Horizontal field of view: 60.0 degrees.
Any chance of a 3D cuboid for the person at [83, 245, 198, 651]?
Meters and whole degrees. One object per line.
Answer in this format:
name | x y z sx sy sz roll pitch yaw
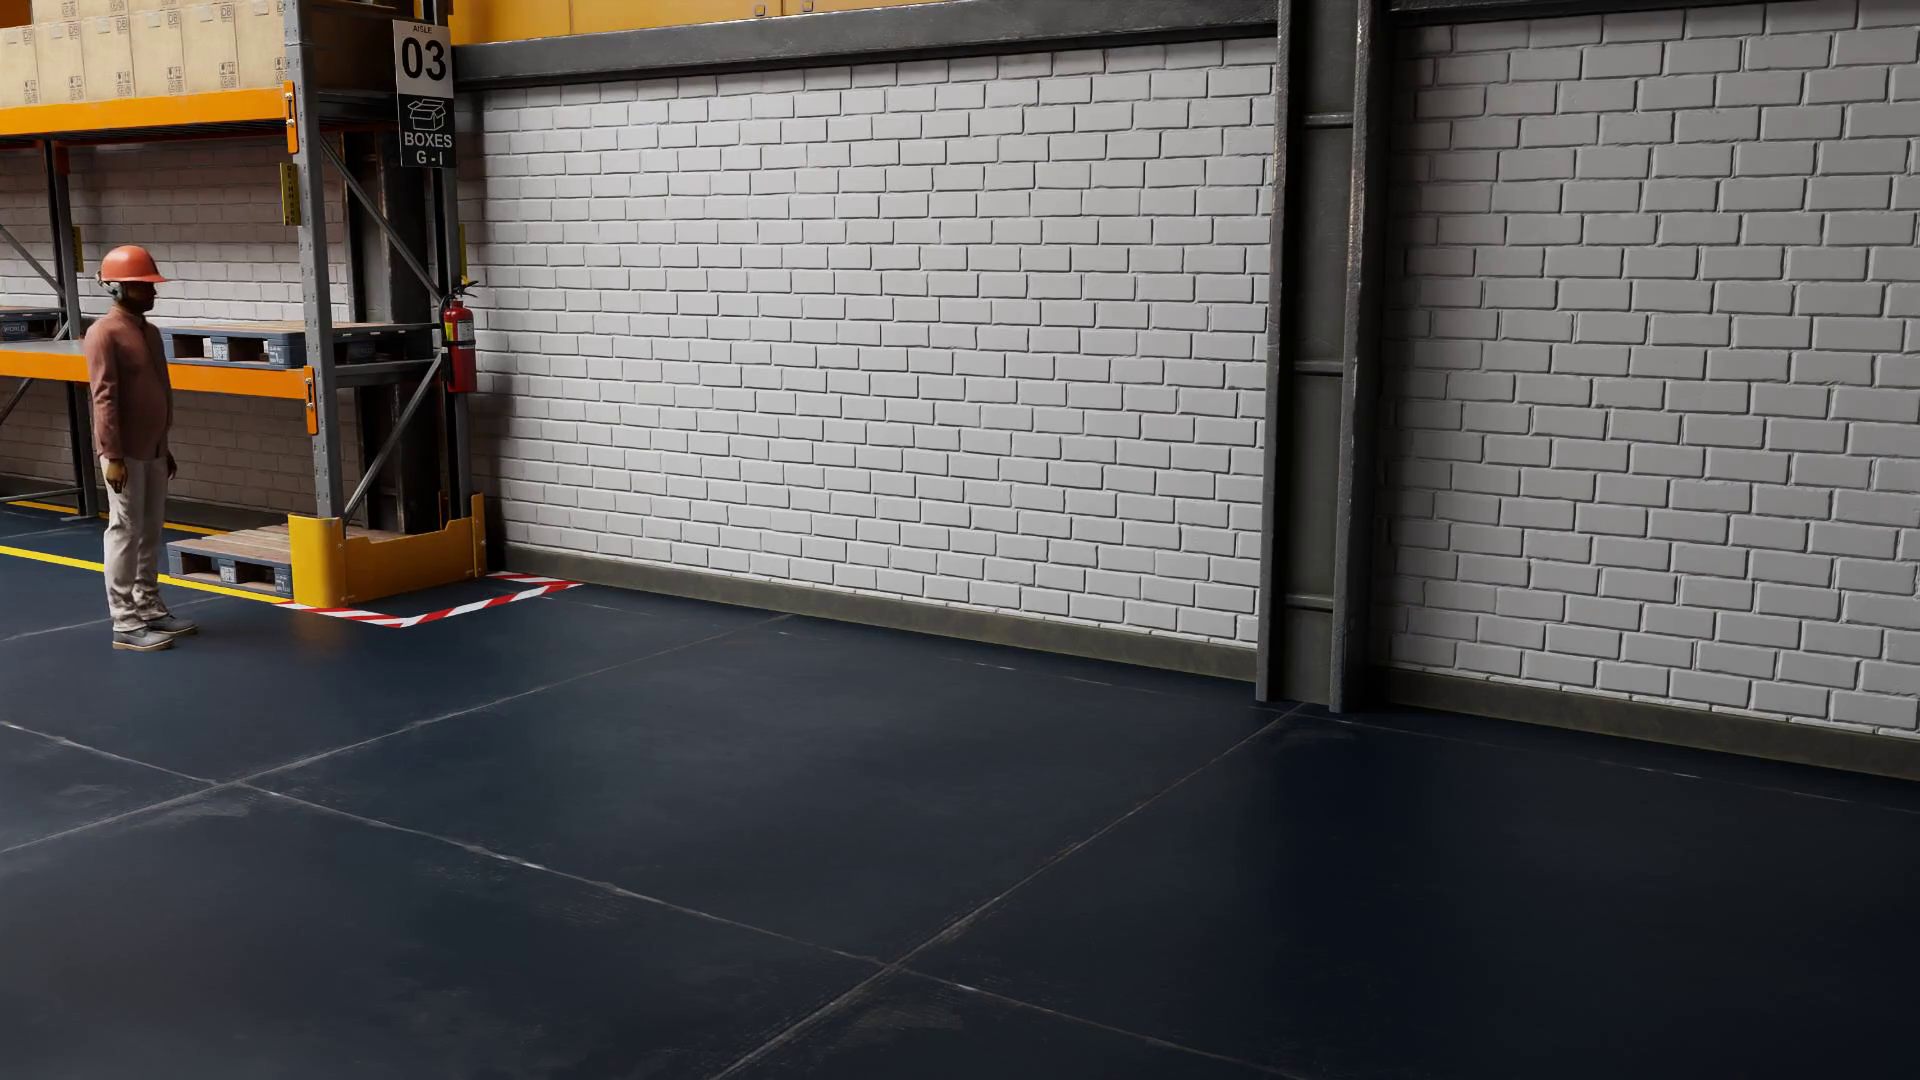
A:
person | -4.082 -0.457 8.288 0.395 1.993 0.614 0 10 -1
